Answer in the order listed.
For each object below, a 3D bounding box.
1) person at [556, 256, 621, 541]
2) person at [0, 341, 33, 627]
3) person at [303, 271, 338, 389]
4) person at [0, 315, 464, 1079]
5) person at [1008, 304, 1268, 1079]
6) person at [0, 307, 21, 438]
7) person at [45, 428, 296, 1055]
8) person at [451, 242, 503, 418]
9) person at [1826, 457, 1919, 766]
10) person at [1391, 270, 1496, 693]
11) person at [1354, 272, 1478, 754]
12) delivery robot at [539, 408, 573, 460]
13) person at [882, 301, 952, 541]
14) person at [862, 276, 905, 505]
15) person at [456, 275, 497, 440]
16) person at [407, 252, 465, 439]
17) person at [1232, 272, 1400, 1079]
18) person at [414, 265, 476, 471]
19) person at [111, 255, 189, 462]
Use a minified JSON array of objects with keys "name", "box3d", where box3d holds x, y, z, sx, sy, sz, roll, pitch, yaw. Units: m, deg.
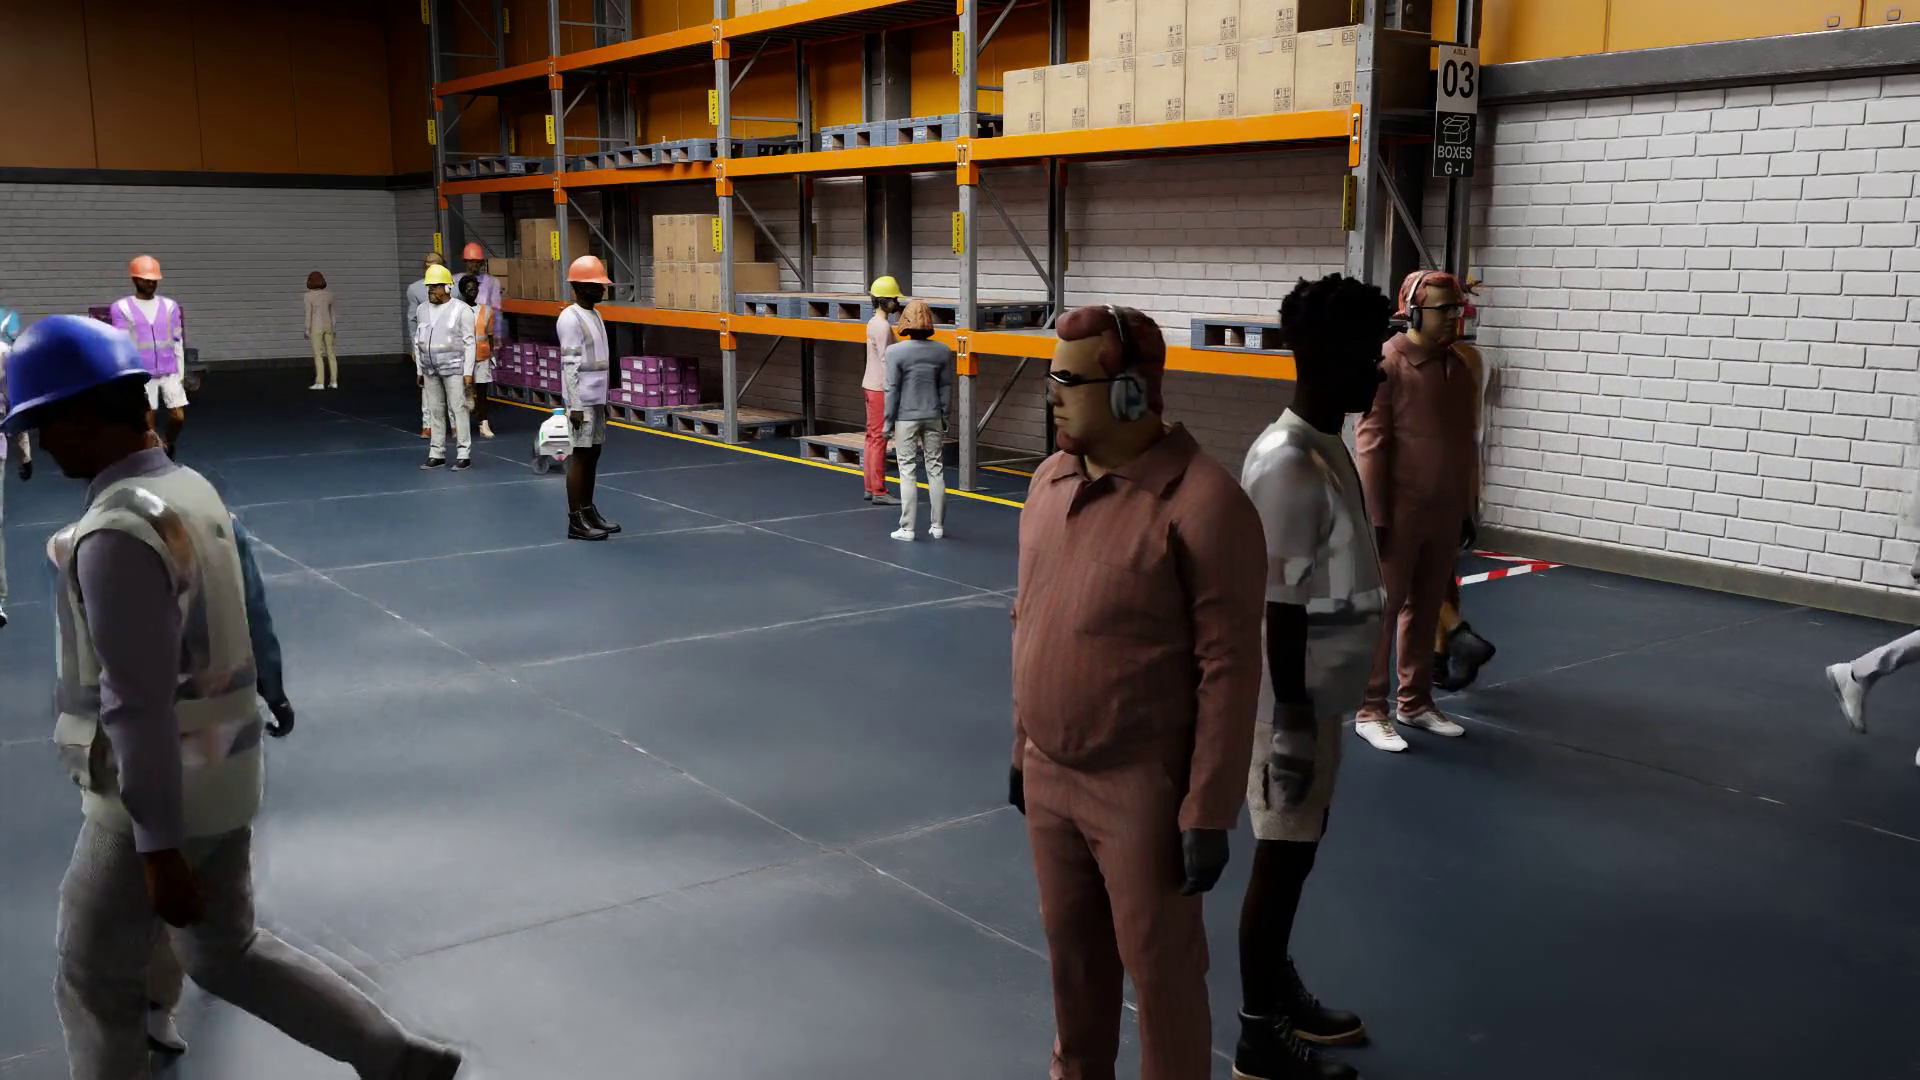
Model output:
[{"name":"person","box3d":[-2.532,-0.970,11.415,0.371,1.935,0.551,1,10,8]},{"name":"person","box3d":[-5.351,-0.476,8.923,0.603,1.849,1.115,-5,11,-25]},{"name":"person","box3d":[-8.887,-2.905,23.121,0.306,1.637,0.506,7,12,33]},{"name":"person","box3d":[-1.501,0.494,3.364,0.814,1.892,0.609,-1,10,-8]},{"name":"person","box3d":[0.299,0.478,3.392,0.403,1.904,0.652,-7,12,-35]},{"name":"person","box3d":[-9.829,-1.823,16.942,0.532,1.665,0.793,-5,11,-24]},{"name":"person","box3d":[-2.070,0.472,4.296,0.529,1.588,0.844,0,10,2]},{"name":"person","box3d":[-5.624,-2.429,19.321,0.634,2.030,0.477,-5,11,-24]},{"name":"person","box3d":[3.766,-0.033,6.417,0.597,1.845,0.539,10,14,43]},{"name":"person","box3d":[2.165,-0.231,7.368,0.568,1.910,0.600,-5,11,-27]},{"name":"person","box3d":[1.857,-0.115,6.705,0.636,1.911,0.404,-7,12,-34]},{"name":"delivery robot","box3d":[-3.557,-0.928,14.788,0.477,0.478,0.707,-2,10,-12]},{"name":"person","box3d":[-0.291,-0.808,11.353,0.509,1.632,0.265,-5,11,-27]},{"name":"person","box3d":[-0.593,-1.157,12.940,0.328,1.769,0.526,-2,10,-13]},{"name":"person","box3d":[-5.052,-1.884,17.200,0.530,1.699,0.321,-7,12,-35]},{"name":"person","box3d":[-5.391,-2.011,17.257,0.629,1.934,0.376,-2,10,-11]},{"name":"person","box3d":[0.827,0.348,3.986,0.369,1.958,0.599,4,11,20]},{"name":"person","box3d":[-4.604,-1.527,14.822,0.599,1.832,0.404,3,11,17]},{"name":"person","box3d":[-6.743,-1.403,13.873,0.551,1.927,0.572,-9,13,-40]}]
